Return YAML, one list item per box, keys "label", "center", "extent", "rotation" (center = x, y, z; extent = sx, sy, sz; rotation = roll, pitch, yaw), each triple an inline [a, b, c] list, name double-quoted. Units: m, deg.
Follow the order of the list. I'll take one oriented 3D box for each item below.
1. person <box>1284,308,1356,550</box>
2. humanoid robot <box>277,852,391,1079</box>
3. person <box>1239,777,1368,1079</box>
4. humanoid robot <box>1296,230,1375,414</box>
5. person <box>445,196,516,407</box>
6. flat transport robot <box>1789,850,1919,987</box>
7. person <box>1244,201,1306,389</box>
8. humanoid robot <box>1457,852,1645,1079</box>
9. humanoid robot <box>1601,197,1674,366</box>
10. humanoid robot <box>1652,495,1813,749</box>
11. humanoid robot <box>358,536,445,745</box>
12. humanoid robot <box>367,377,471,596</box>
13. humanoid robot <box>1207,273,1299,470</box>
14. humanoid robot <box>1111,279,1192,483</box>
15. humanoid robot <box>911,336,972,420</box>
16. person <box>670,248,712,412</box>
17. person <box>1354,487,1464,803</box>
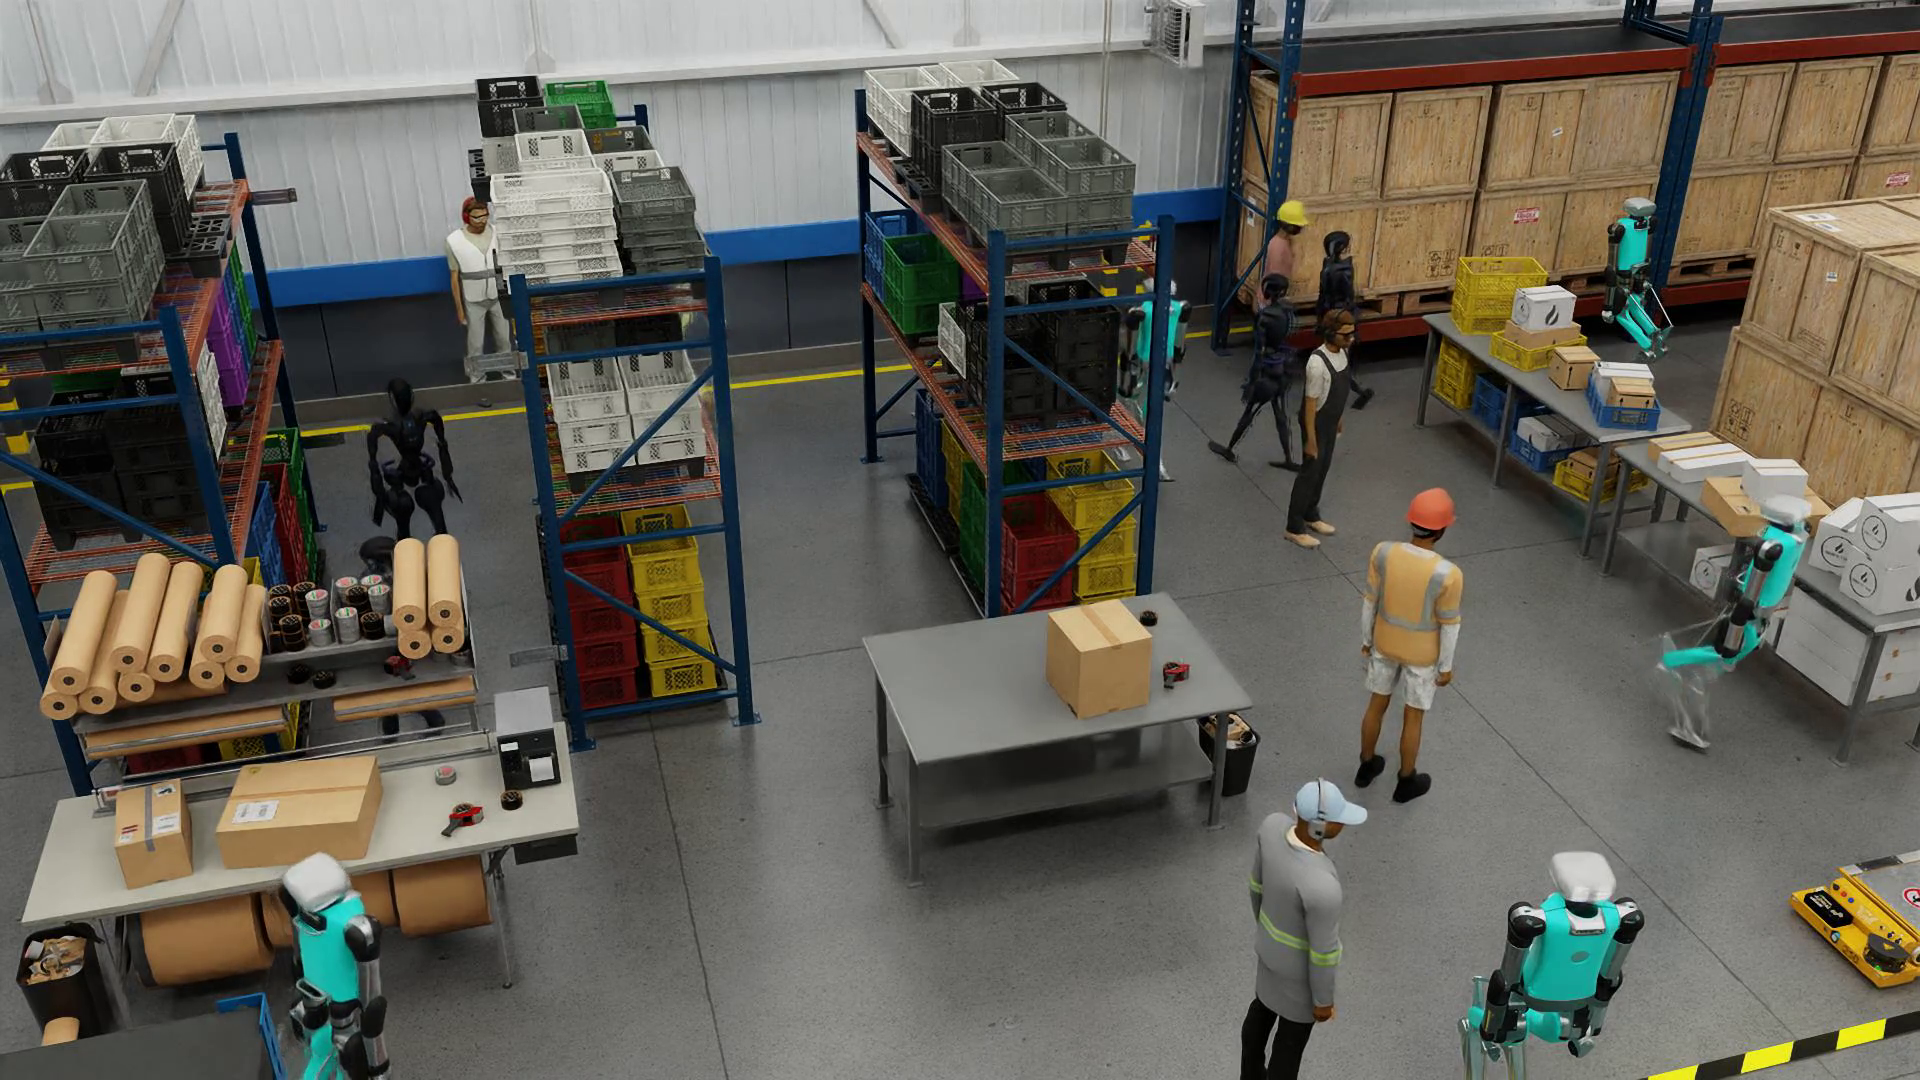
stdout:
- label: "person"
  center: [2.615, -0.810, 12.014]
  extent: [0.337, 1.839, 0.504]
  rotation: [18, 34, 30]
- label: "humanoid robot"
  center: [-2.714, 2.184, 6.688]
  extent: [0.544, 1.785, 0.937]
  rotation: [19, 34, 30]
- label: "person"
  center: [1.478, 1.801, 7.241]
  extent: [0.384, 1.849, 0.597]
  rotation: [-9, 30, -16]
- label: "humanoid robot"
  center: [3.247, -1.812, 14.059]
  extent: [0.708, 1.649, 0.612]
  rotation: [-7, 30, -13]
- label: "person"
  center: [-4.084, -2.065, 14.295]
  extent: [0.562, 1.836, 0.390]
  rotation: [-21, 35, -33]
- label: "flat transport robot"
  center: [5.163, 1.916, 8.676]
  extent: [1.431, 0.231, 0.659]
  rotation: [-8, 30, -14]
- label: "person"
  center: [2.740, -2.089, 14.420]
  extent: [0.384, 1.753, 0.603]
  rotation: [10, 30, 17]
- label: "humanoid robot"
  center: [2.405, 1.895, 7.055]
  extent: [0.533, 1.672, 0.735]
  rotation: [-2, 29, -4]
- label: "humanoid robot"
  center: [5.842, -2.042, 14.212]
  extent: [0.533, 1.677, 0.735]
  rotation: [-17, 33, -28]
- label: "humanoid robot"
  center: [4.425, 0.530, 9.775]
  extent: [0.540, 1.877, 0.727]
  rotation: [-25, 38, -38]
- label: "humanoid robot"
  center: [-3.210, 0.706, 9.420]
  extent: [0.433, 1.645, 0.609]
  rotation: [-24, 37, -36]
- label: "humanoid robot"
  center: [-3.734, -0.361, 11.395]
  extent: [0.616, 1.621, 0.771]
  rotation: [-21, 35, -33]
- label: "humanoid robot"
  center: [2.406, -1.344, 13.172]
  extent: [0.758, 1.626, 0.585]
  rotation: [16, 33, 27]
- label: "humanoid robot"
  center: [1.403, -1.285, 12.998]
  extent: [0.530, 1.738, 1.054]
  rotation: [-11, 31, -18]
- label: "humanoid robot"
  center: [0.053, -1.765, 13.838]
  extent: [1.007, 1.719, 0.546]
  rotation: [-11, 31, -19]
- label: "person"
  center: [-2.420, -1.808, 13.842]
  extent: [0.644, 1.828, 0.630]
  rotation: [8, 30, 14]
- label: "person"
  center: [2.531, 0.586, 9.364]
  extent: [0.550, 1.934, 0.371]
  rotation: [22, 36, 34]
